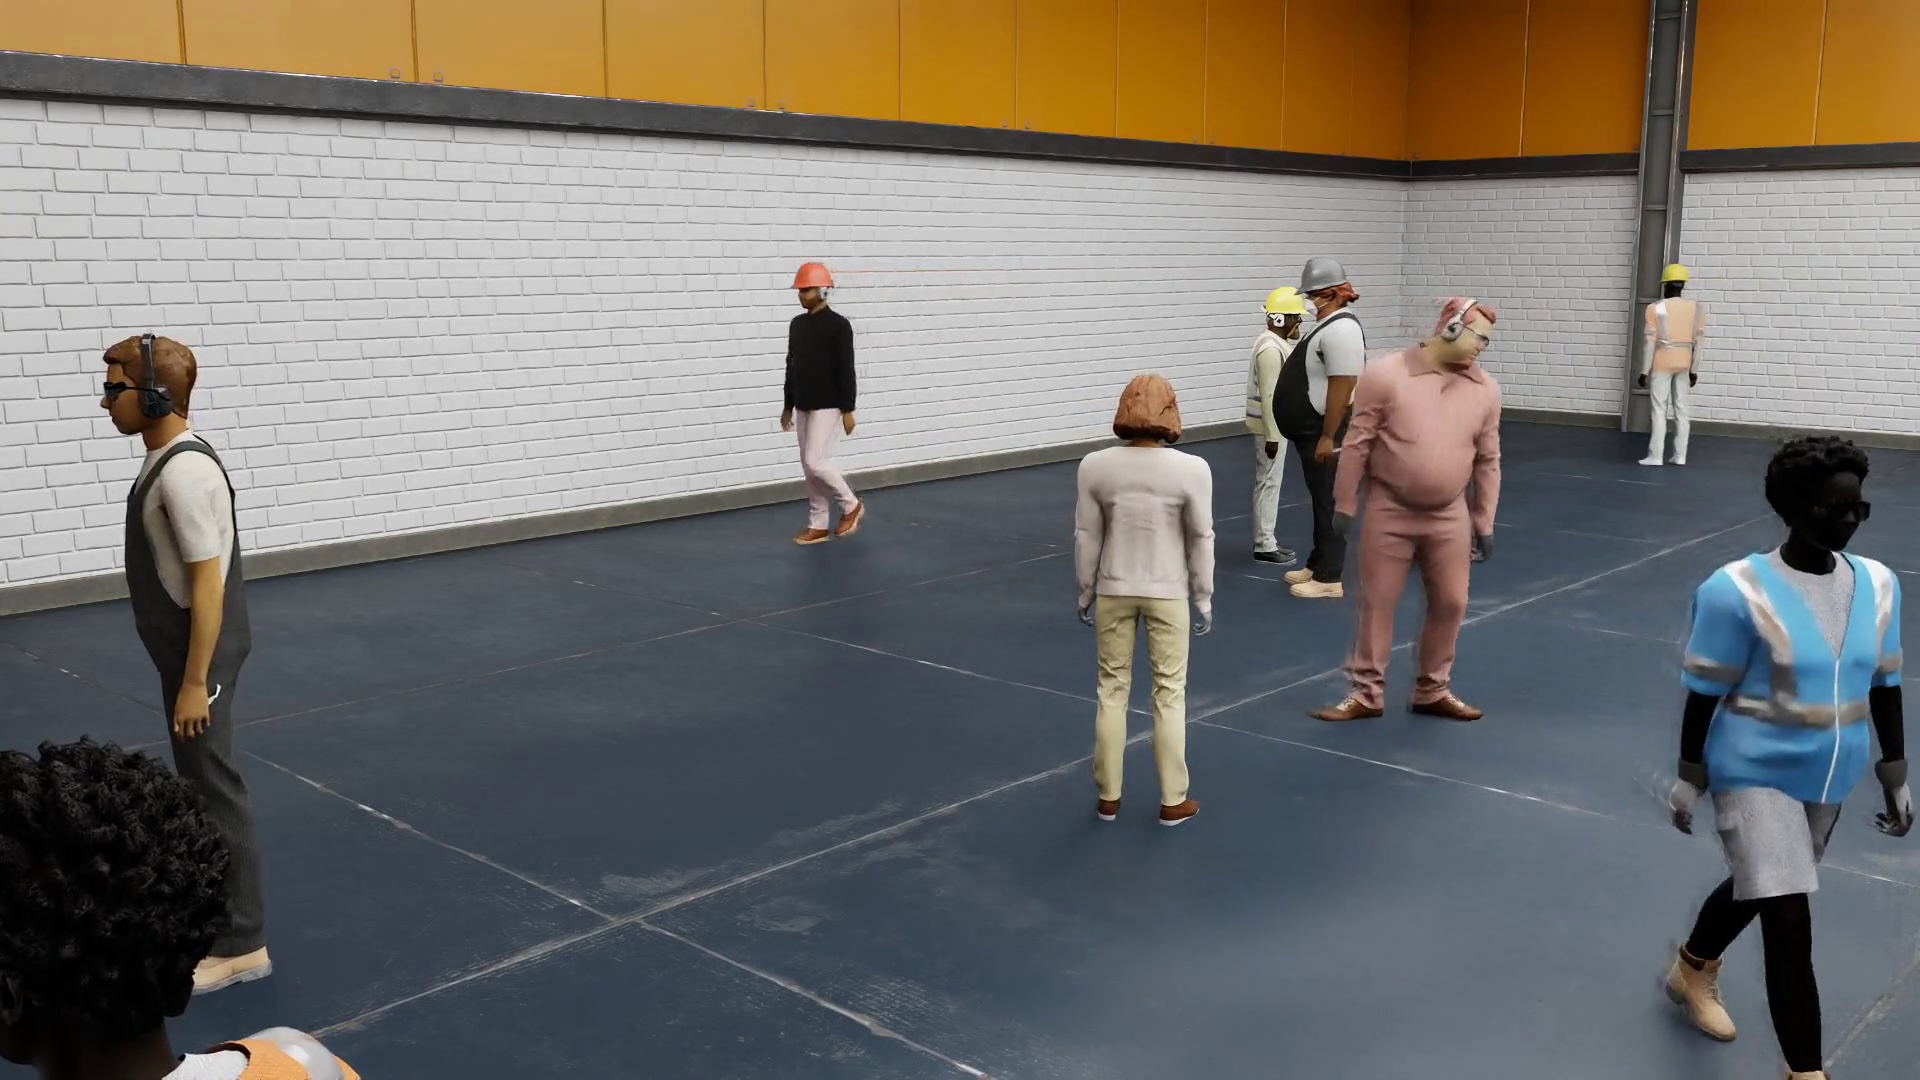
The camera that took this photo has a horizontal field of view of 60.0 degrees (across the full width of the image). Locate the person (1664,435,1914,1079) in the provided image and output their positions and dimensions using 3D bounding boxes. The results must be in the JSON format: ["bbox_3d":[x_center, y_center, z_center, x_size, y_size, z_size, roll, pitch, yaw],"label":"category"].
[{"bbox_3d":[1.995,0.556,4.036,0.544,1.649,0.907,-3,10,-14],"label":"person"}]

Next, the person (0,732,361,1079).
[{"bbox_3d":[-0.676,0.994,1.423,0.321,1.689,0.530,2,10,13],"label":"person"}]

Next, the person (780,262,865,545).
[{"bbox_3d":[-1.001,-0.947,11.636,0.467,1.976,0.624,-8,13,-39],"label":"person"}]

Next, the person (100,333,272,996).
[{"bbox_3d":[-2.161,0.352,4.663,0.360,1.848,0.519,-5,11,-28],"label":"person"}]

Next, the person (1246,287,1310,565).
[{"bbox_3d":[2.083,-0.746,10.949,0.403,1.827,0.589,2,10,13],"label":"person"}]

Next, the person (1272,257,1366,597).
[{"bbox_3d":[2.140,-0.682,9.964,0.537,2.000,0.678,1,10,8],"label":"person"}]

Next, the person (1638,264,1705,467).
[{"bbox_3d":[6.742,-1.653,15.819,0.593,1.922,0.386,-2,10,-9],"label":"person"}]

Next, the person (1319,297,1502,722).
[{"bbox_3d":[1.937,-0.099,7.172,0.770,1.866,0.396,0,10,-3],"label":"person"}]

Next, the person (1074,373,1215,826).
[{"bbox_3d":[0.663,0.217,6.007,0.507,1.631,0.267,3,10,18],"label":"person"}]
